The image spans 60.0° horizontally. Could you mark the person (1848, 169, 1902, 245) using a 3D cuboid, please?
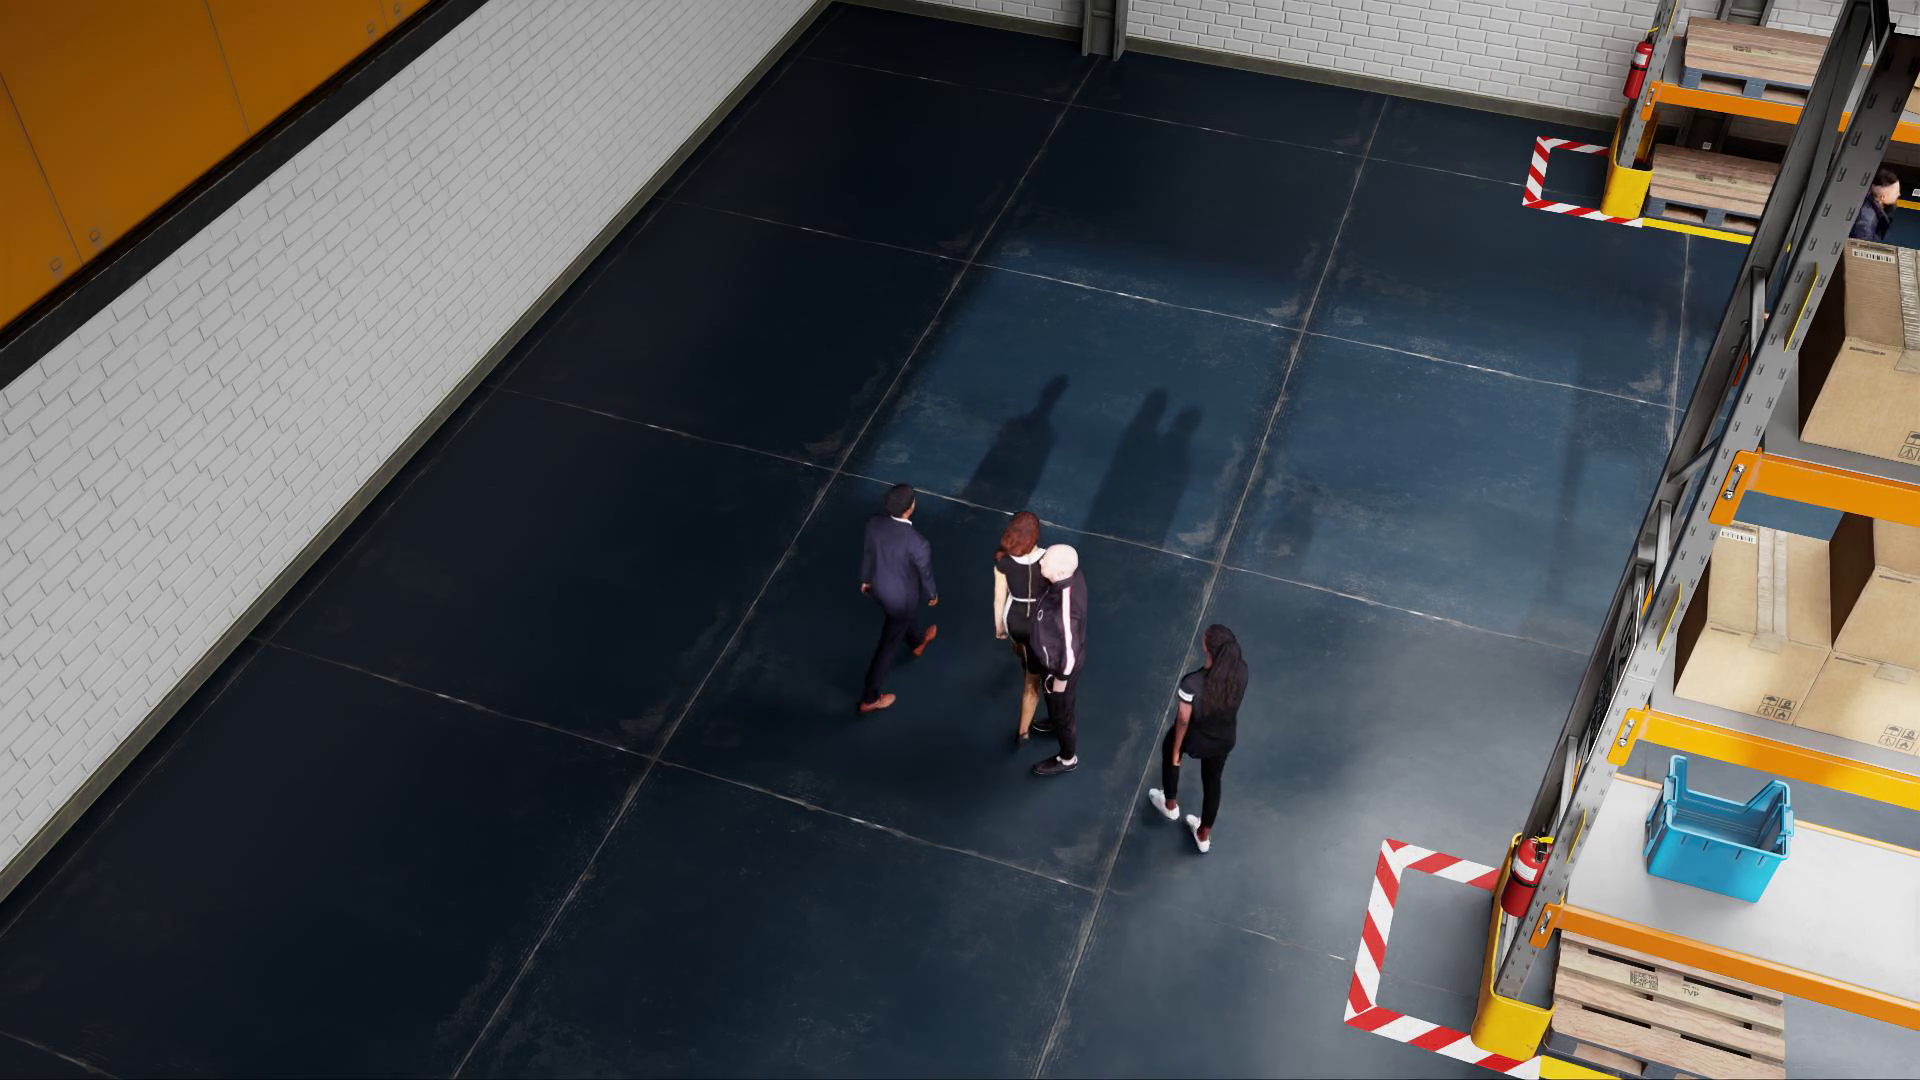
[{"bbox_3d":[6.889,-2.137,13.122,1.076,1.839,0.881,21,47,20],"label":"person"}]

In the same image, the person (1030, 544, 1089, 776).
[{"bbox_3d":[0.623,0.710,10.137,0.698,1.834,0.754,1,44,1],"label":"person"}]

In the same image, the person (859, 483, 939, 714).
[{"bbox_3d":[-0.439,0.406,10.569,1.135,1.678,0.961,33,52,30],"label":"person"}]

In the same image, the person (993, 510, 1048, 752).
[{"bbox_3d":[0.422,0.611,10.297,1.121,1.757,0.843,6,44,6],"label":"person"}]

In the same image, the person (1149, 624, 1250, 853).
[{"bbox_3d":[1.468,1.211,9.699,0.838,1.714,0.887,-15,46,-15],"label":"person"}]
